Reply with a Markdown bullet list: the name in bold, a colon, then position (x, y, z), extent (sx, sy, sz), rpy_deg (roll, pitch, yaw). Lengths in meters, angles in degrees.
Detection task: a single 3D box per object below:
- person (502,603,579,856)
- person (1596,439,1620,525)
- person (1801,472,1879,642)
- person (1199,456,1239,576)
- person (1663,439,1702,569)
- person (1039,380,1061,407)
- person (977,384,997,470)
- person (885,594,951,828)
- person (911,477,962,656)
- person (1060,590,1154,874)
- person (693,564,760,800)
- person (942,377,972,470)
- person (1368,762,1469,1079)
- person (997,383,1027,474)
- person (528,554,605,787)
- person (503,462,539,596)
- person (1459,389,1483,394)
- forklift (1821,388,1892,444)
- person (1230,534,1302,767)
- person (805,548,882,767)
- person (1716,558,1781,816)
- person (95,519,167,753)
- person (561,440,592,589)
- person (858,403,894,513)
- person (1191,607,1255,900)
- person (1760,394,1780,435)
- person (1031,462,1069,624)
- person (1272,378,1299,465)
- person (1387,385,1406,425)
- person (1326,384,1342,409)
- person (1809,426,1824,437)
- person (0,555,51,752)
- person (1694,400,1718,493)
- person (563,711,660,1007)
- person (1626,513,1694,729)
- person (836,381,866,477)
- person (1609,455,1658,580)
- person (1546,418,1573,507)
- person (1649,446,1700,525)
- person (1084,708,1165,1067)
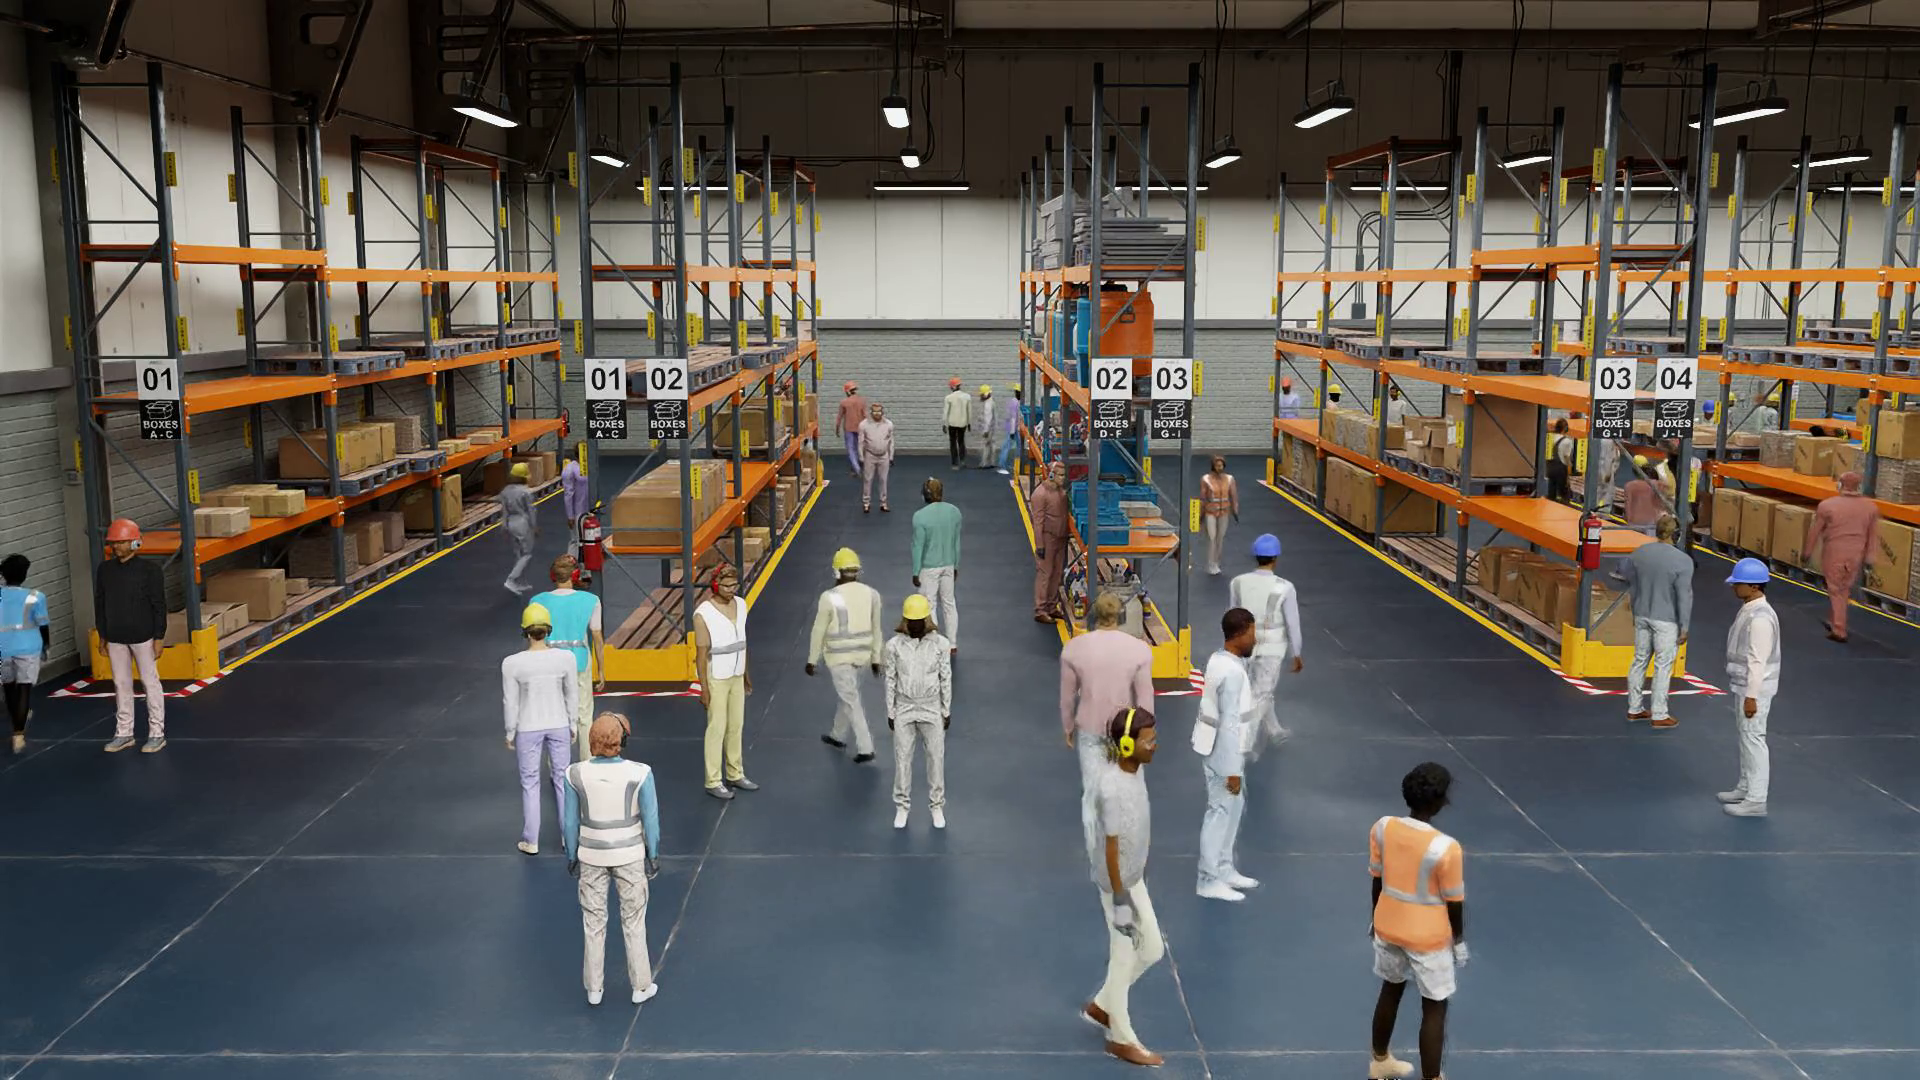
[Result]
- **person**: position (-2.917, 1.311, 11.593), extent (0.531, 1.765, 0.327), rpy_deg (-4, 10, -26)
- **person**: position (10.601, -1.152, 27.261), extent (0.410, 1.824, 0.611), rpy_deg (1, 9, 6)
- **person**: position (9.820, 0.164, 18.652), extent (0.658, 1.865, 0.946), rpy_deg (0, 9, 0)
- **person**: position (3.532, -0.316, 22.564), extent (0.518, 1.613, 0.729), rpy_deg (-2, 9, -13)
- **person**: position (9.995, -0.531, 23.063), extent (0.565, 1.880, 0.990), rpy_deg (1, 9, 6)
- **person**: position (2.016, -2.741, 37.052), extent (0.653, 1.957, 0.509), rpy_deg (5, 10, 27)
- **person**: position (0.578, -2.383, 35.179), extent (0.403, 1.828, 0.595), rpy_deg (1, 9, 4)
- **person**: position (-0.305, 1.246, 12.111), extent (0.485, 1.736, 0.321), rpy_deg (0, 9, -1)
- **person**: position (-0.253, 0.299, 17.582), extent (0.631, 1.933, 0.364), rpy_deg (-7, 11, -37)
- **person**: position (1.020, 1.273, 11.344), extent (0.655, 1.914, 0.803), rpy_deg (2, 9, 14)
- **person**: position (-1.835, 1.084, 12.851), extent (0.408, 1.830, 0.579), rpy_deg (5, 10, 30)
- **person**: position (-0.101, -2.476, 35.309), extent (0.648, 1.962, 0.573), rpy_deg (-4, 10, -22)
- **person**: position (2.197, 1.897, 8.067), extent (0.342, 1.688, 0.561), rpy_deg (-5, 10, -31)
- **person**: position (1.133, -2.311, 34.520), extent (0.758, 1.878, 0.689), rpy_deg (1, 9, 5)
- **person**: position (-3.092, 1.036, 13.115), extent (0.570, 1.840, 0.372), rpy_deg (-1, 9, -6)
- **person**: position (-5.619, -0.147, 21.157), extent (0.505, 1.706, 0.627), rpy_deg (6, 10, 32)
- **person**: position (11.489, -2.799, 37.480), extent (0.542, 1.938, 0.358), rpy_deg (0, 9, -3)
- **forklift**: position (20.072, -3.110, 36.462), extent (1.873, 2.768, 1.129), rpy_deg (0, 9, 0)
- **person**: position (2.557, 0.894, 13.868), extent (0.635, 1.894, 0.988), rpy_deg (8, 12, 42)
- **person**: position (-0.924, 0.961, 13.786), extent (0.592, 1.792, 0.910), rpy_deg (-8, 12, -42)
- **person**: position (5.905, 1.093, 12.463), extent (0.421, 1.939, 0.604), rpy_deg (3, 9, 17)
- **person**: position (-7.021, 0.809, 14.082), extent (0.612, 1.997, 0.375), rpy_deg (1, 9, 6)
- **person**: position (-4.911, -0.340, 21.662), extent (0.358, 1.937, 0.636), rpy_deg (4, 10, 23)
- **person**: position (-1.439, -1.419, 28.710), extent (0.652, 1.904, 0.402), rpy_deg (-3, 9, -16)
- **person**: position (1.699, 1.385, 10.732), extent (0.413, 1.896, 0.617), rpy_deg (0, 9, 3)
- **person**: position (16.369, -2.092, 33.603), extent (0.321, 1.731, 0.490), rpy_deg (-1, 9, -4)
- **person**: position (1.088, 0.024, 19.478), extent (0.401, 1.893, 0.652), rpy_deg (6, 11, 34)
- **person**: position (7.153, -2.611, 36.427), extent (0.559, 1.897, 0.965), rpy_deg (5, 10, 28)
- **person**: position (8.977, -2.274, 34.368), extent (0.324, 1.862, 0.508), rpy_deg (-8, 12, -43)
- **person**: position (7.479, -2.172, 33.479), extent (0.381, 1.928, 0.587), rpy_deg (1, 9, 7)
- **person**: position (13.777, -0.983, 26.659), extent (0.449, 1.676, 0.578), rpy_deg (7, 11, 38)
- **person**: position (-8.094, 0.941, 14.323), extent (0.548, 1.645, 0.873), rpy_deg (-2, 9, -12)
- **person**: position (12.941, -1.467, 28.898), extent (0.621, 1.940, 0.415), rpy_deg (3, 9, 19)
- **person**: position (-1.910, 1.755, 9.140), extent (0.523, 1.638, 0.310), rpy_deg (0, 9, -1)
- **person**: position (6.253, 0.722, 14.876), extent (0.377, 1.932, 0.623), rpy_deg (-5, 10, -31)
- **person**: position (-2.186, -2.263, 33.995), extent (0.620, 1.967, 0.841), rpy_deg (-5, 10, -31)
- **person**: position (8.943, -0.258, 21.830), extent (0.517, 1.719, 0.946), rpy_deg (-2, 9, -10)
- **person**: position (9.536, -1.035, 26.481), extent (0.453, 1.823, 0.517), rpy_deg (-7, 11, -37)
- **person**: position (9.598, -0.363, 22.337), extent (0.636, 1.789, 0.933), rpy_deg (0, 9, -3)
- **person**: position (0.851, 1.757, 8.437), extent (0.372, 1.859, 0.538), rpy_deg (5, 10, 28)
